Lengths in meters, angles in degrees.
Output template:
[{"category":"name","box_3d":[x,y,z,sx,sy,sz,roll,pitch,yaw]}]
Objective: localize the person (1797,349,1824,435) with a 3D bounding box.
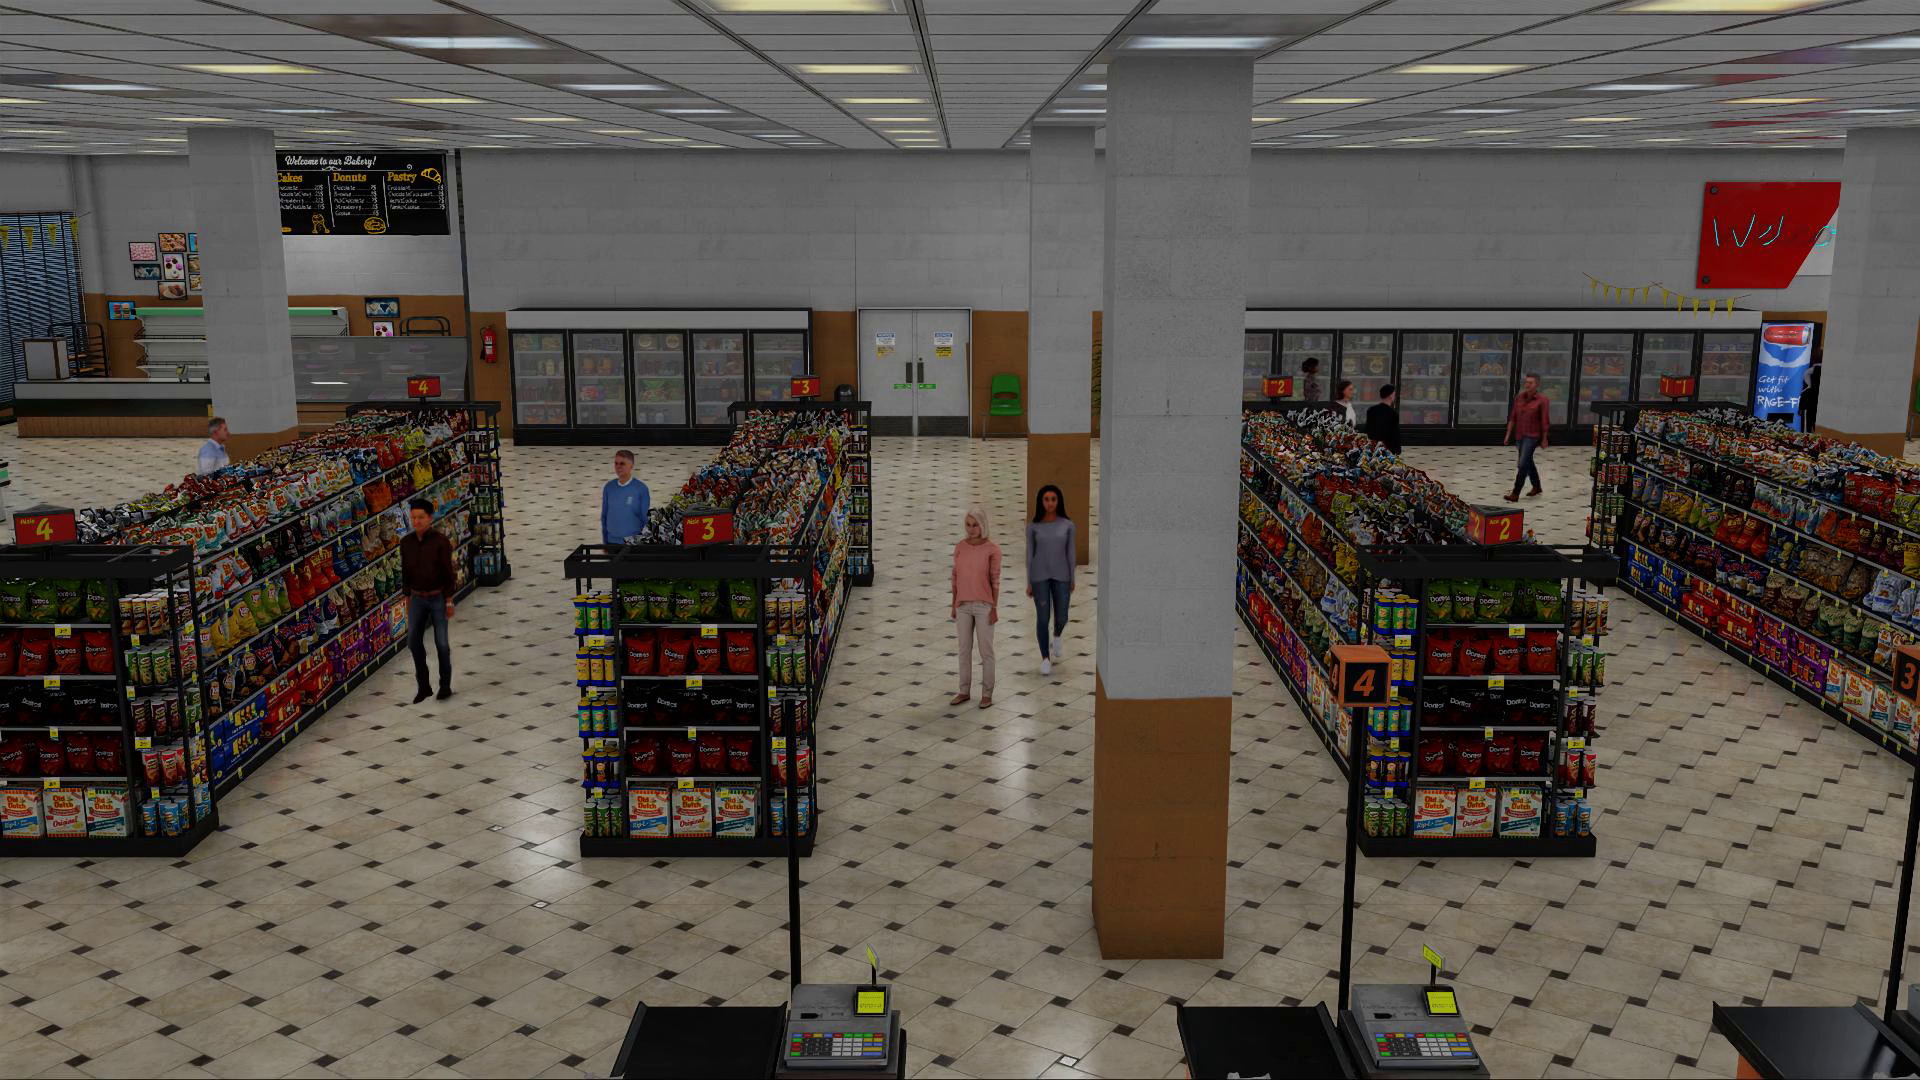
[{"category":"person","box_3d":[13.752,-2.169,26.759,0.681,1.827,0.562,-1,12,-6]}]

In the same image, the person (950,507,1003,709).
[{"category":"person","box_3d":[0.136,0.554,14.082,0.676,1.724,0.661,5,13,24]}]

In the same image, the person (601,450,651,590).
[{"category":"person","box_3d":[-3.311,-0.013,16.540,0.697,1.820,0.632,3,12,12]}]

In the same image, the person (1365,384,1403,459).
[{"category":"person","box_3d":[5.437,-1.102,21.702,0.872,1.825,0.780,-8,14,-33]}]

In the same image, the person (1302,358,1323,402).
[{"category":"person","box_3d":[5.480,-2.036,26.434,0.883,1.703,0.934,6,13,26]}]

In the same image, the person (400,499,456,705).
[{"category":"person","box_3d":[-4.491,0.507,14.213,0.672,1.762,0.690,1,12,2]}]

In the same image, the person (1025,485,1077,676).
[{"category":"person","box_3d":[0.804,0.344,15.085,0.605,1.721,0.752,0,12,1]}]

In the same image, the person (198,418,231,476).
[{"category":"person","box_3d":[-8.475,-0.443,18.685,0.958,1.777,1.166,-3,12,-13]}]

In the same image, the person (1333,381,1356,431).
[{"category":"person","box_3d":[5.314,-1.398,23.523,1.008,1.653,1.071,-11,16,-43]}]

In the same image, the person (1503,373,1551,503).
[{"category":"person","box_3d":[8.018,-1.427,23.348,1.191,1.781,1.269,-8,14,-33]}]
